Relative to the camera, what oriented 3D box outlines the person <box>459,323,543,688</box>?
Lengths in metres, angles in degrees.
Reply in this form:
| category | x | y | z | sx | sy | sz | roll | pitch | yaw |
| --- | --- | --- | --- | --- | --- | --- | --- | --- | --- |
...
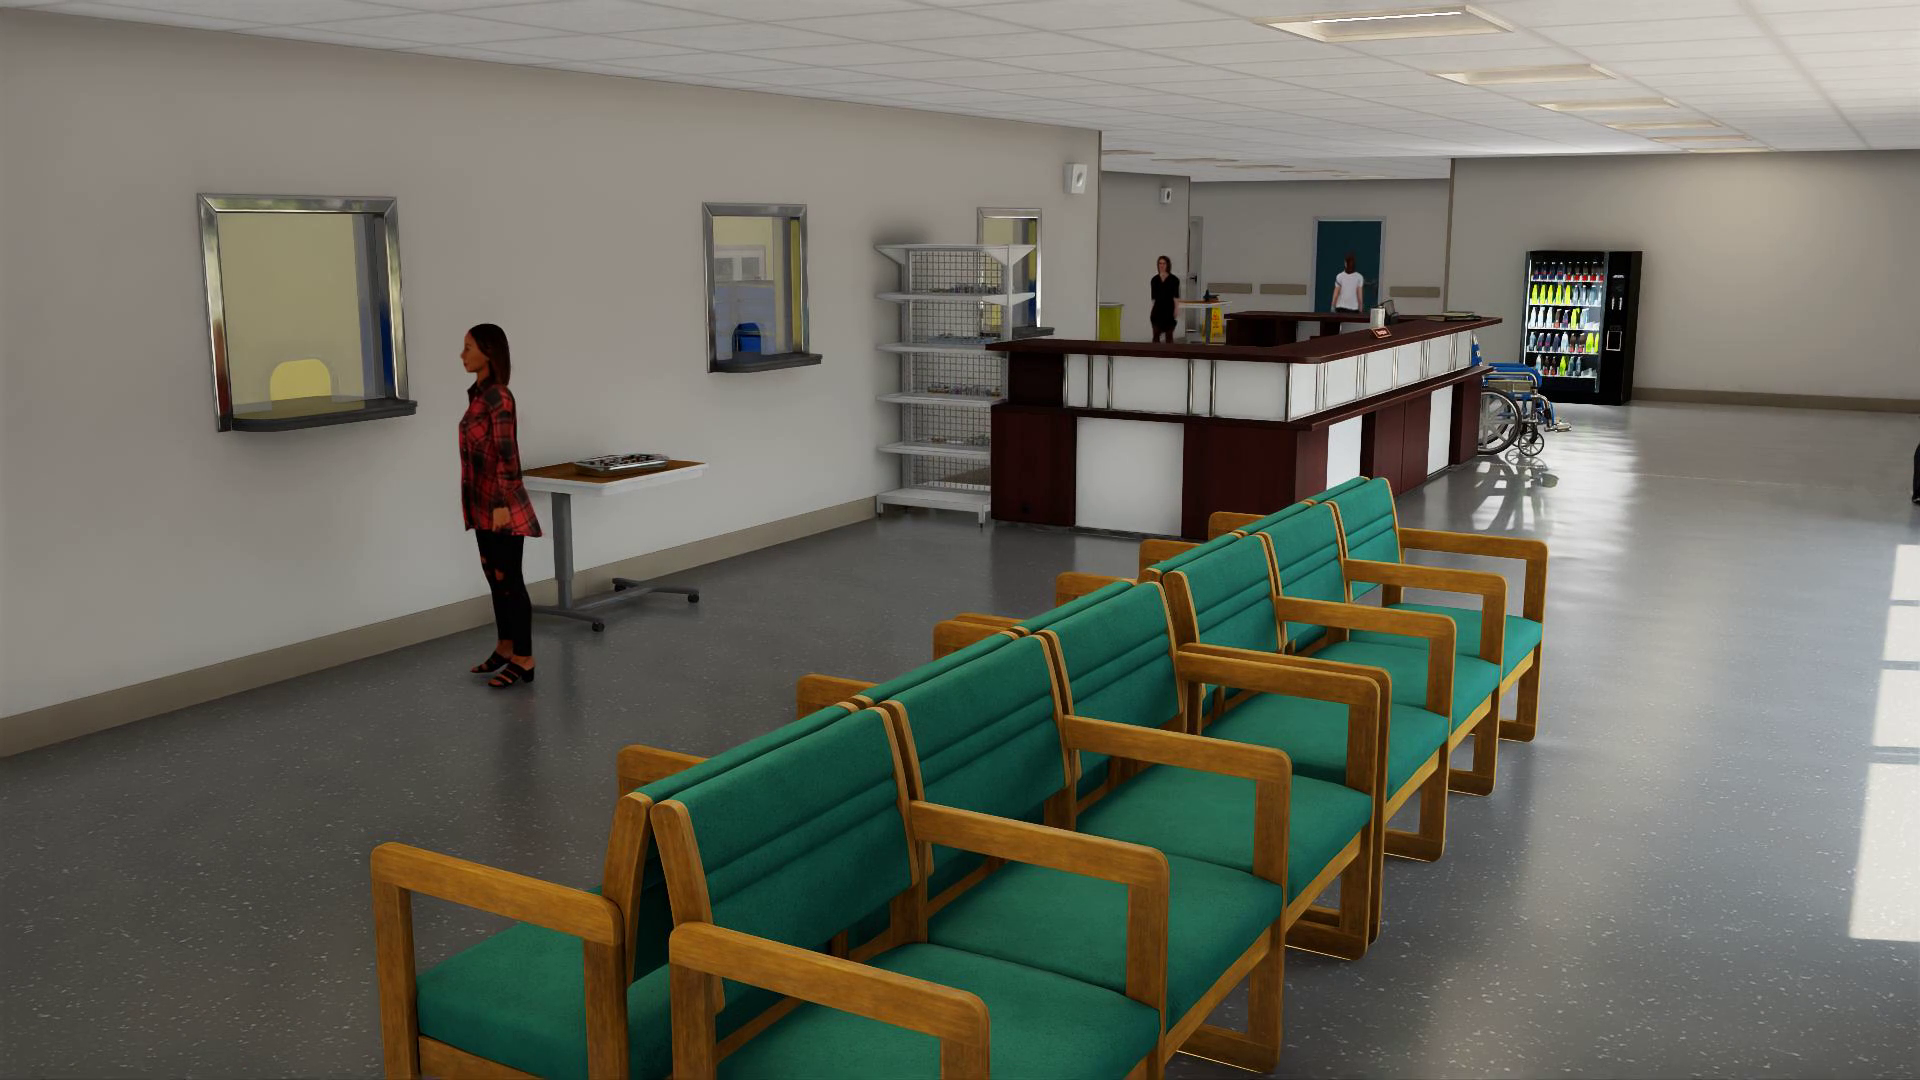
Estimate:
| category | x | y | z | sx | sy | sz | roll | pitch | yaw |
| --- | --- | --- | --- | --- | --- | --- | --- | --- | --- |
| person | -2.180 | -0.166 | 7.829 | 0.763 | 1.702 | 0.649 | -7 | 13 | -31 |

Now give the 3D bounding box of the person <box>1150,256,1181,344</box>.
| category | x | y | z | sx | sy | sz | roll | pitch | yaw |
| --- | --- | --- | --- | --- | --- | --- | --- | --- | --- |
| person | 3.050 | -3.325 | 24.583 | 1.049 | 1.662 | 0.789 | 4 | 11 | 19 |

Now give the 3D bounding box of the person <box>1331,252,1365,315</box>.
| category | x | y | z | sx | sy | sz | roll | pitch | yaw |
| --- | --- | --- | --- | --- | --- | --- | --- | --- | --- |
| person | 5.642 | -3.274 | 24.188 | 1.083 | 1.709 | 0.977 | 0 | 11 | 1 |
